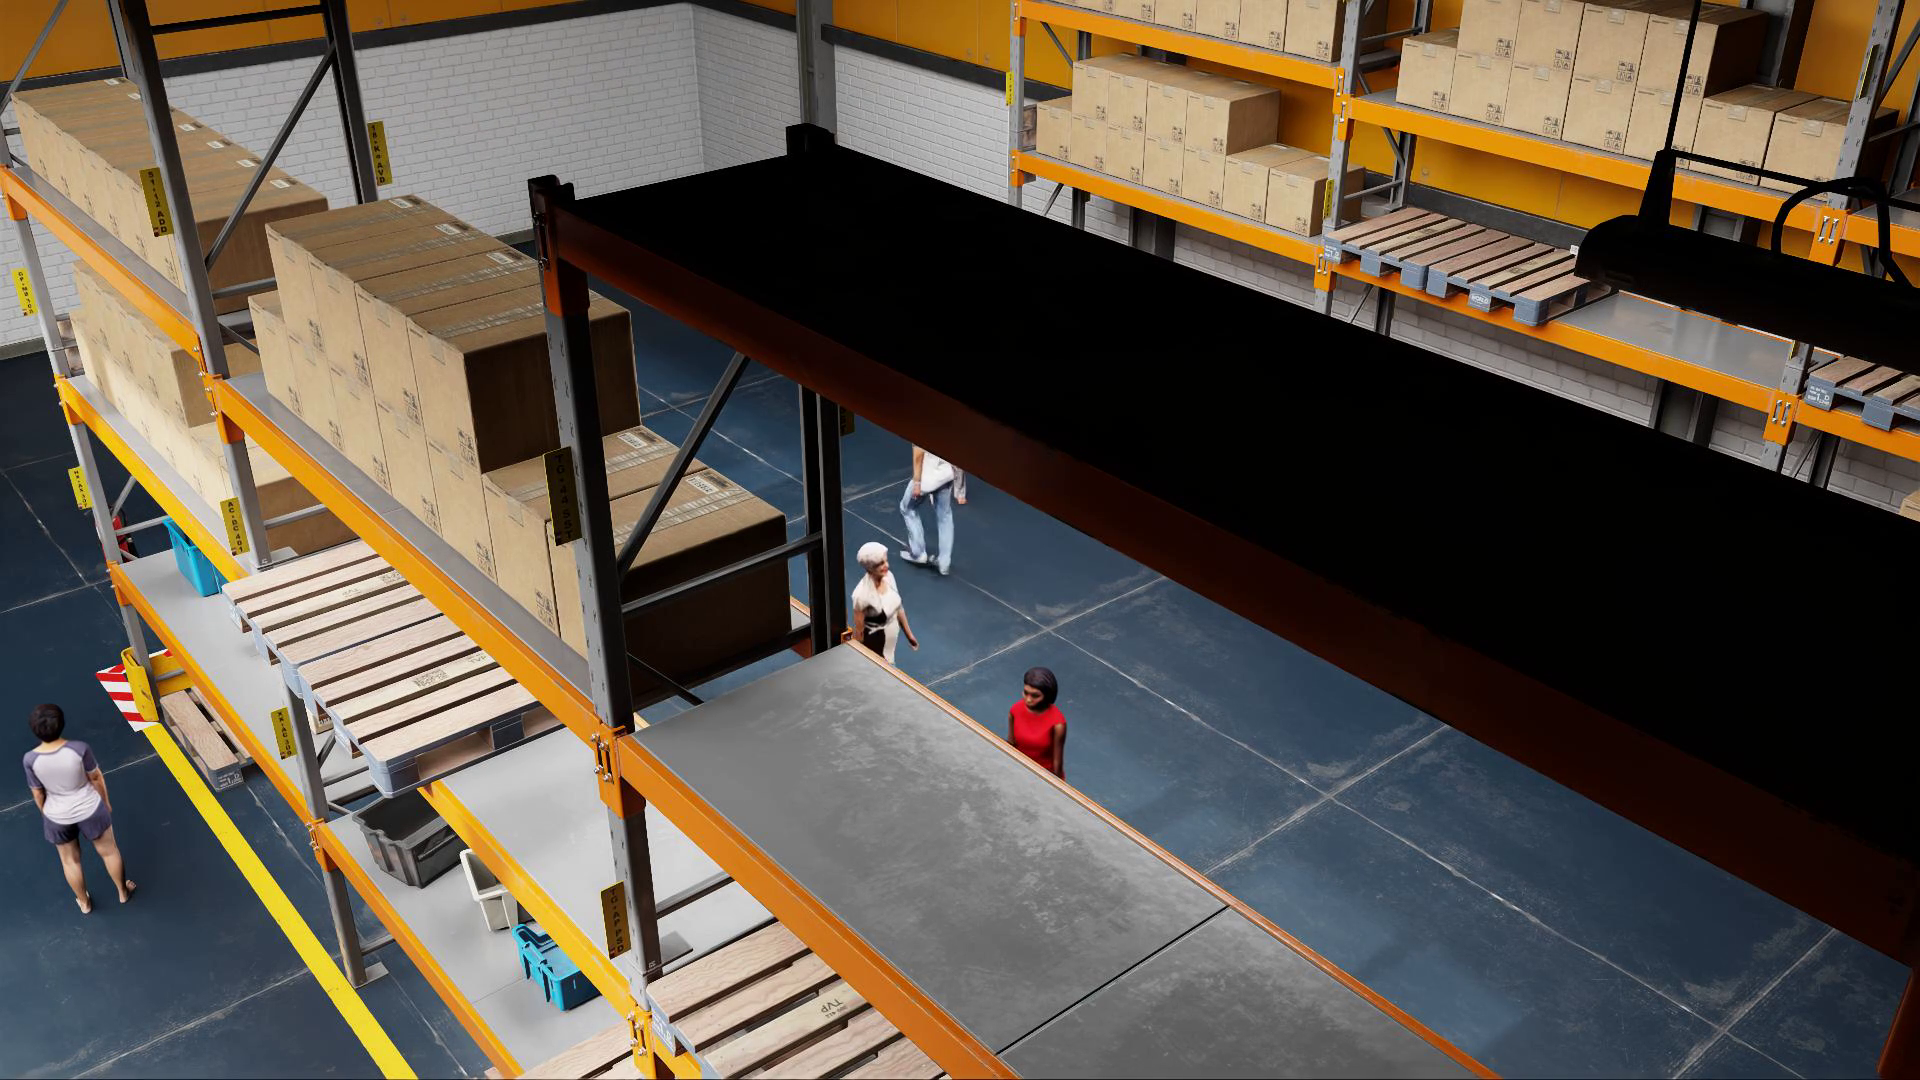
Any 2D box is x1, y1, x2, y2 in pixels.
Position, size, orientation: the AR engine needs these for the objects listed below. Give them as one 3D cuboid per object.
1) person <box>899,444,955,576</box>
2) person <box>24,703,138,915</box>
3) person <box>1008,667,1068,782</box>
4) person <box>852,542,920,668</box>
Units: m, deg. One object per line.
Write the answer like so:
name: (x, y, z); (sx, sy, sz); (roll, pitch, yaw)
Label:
person: (-0.188, -0.520, 14.464); (0.697, 1.840, 0.761); (-19, 34, -31)
person: (-5.677, 1.710, 10.662); (0.618, 1.566, 0.603); (-12, 31, -21)
person: (0.509, 1.569, 10.739); (0.564, 1.740, 0.686); (14, 32, 24)
person: (-0.678, 0.779, 12.220); (1.174, 1.707, 0.939); (12, 31, 20)
